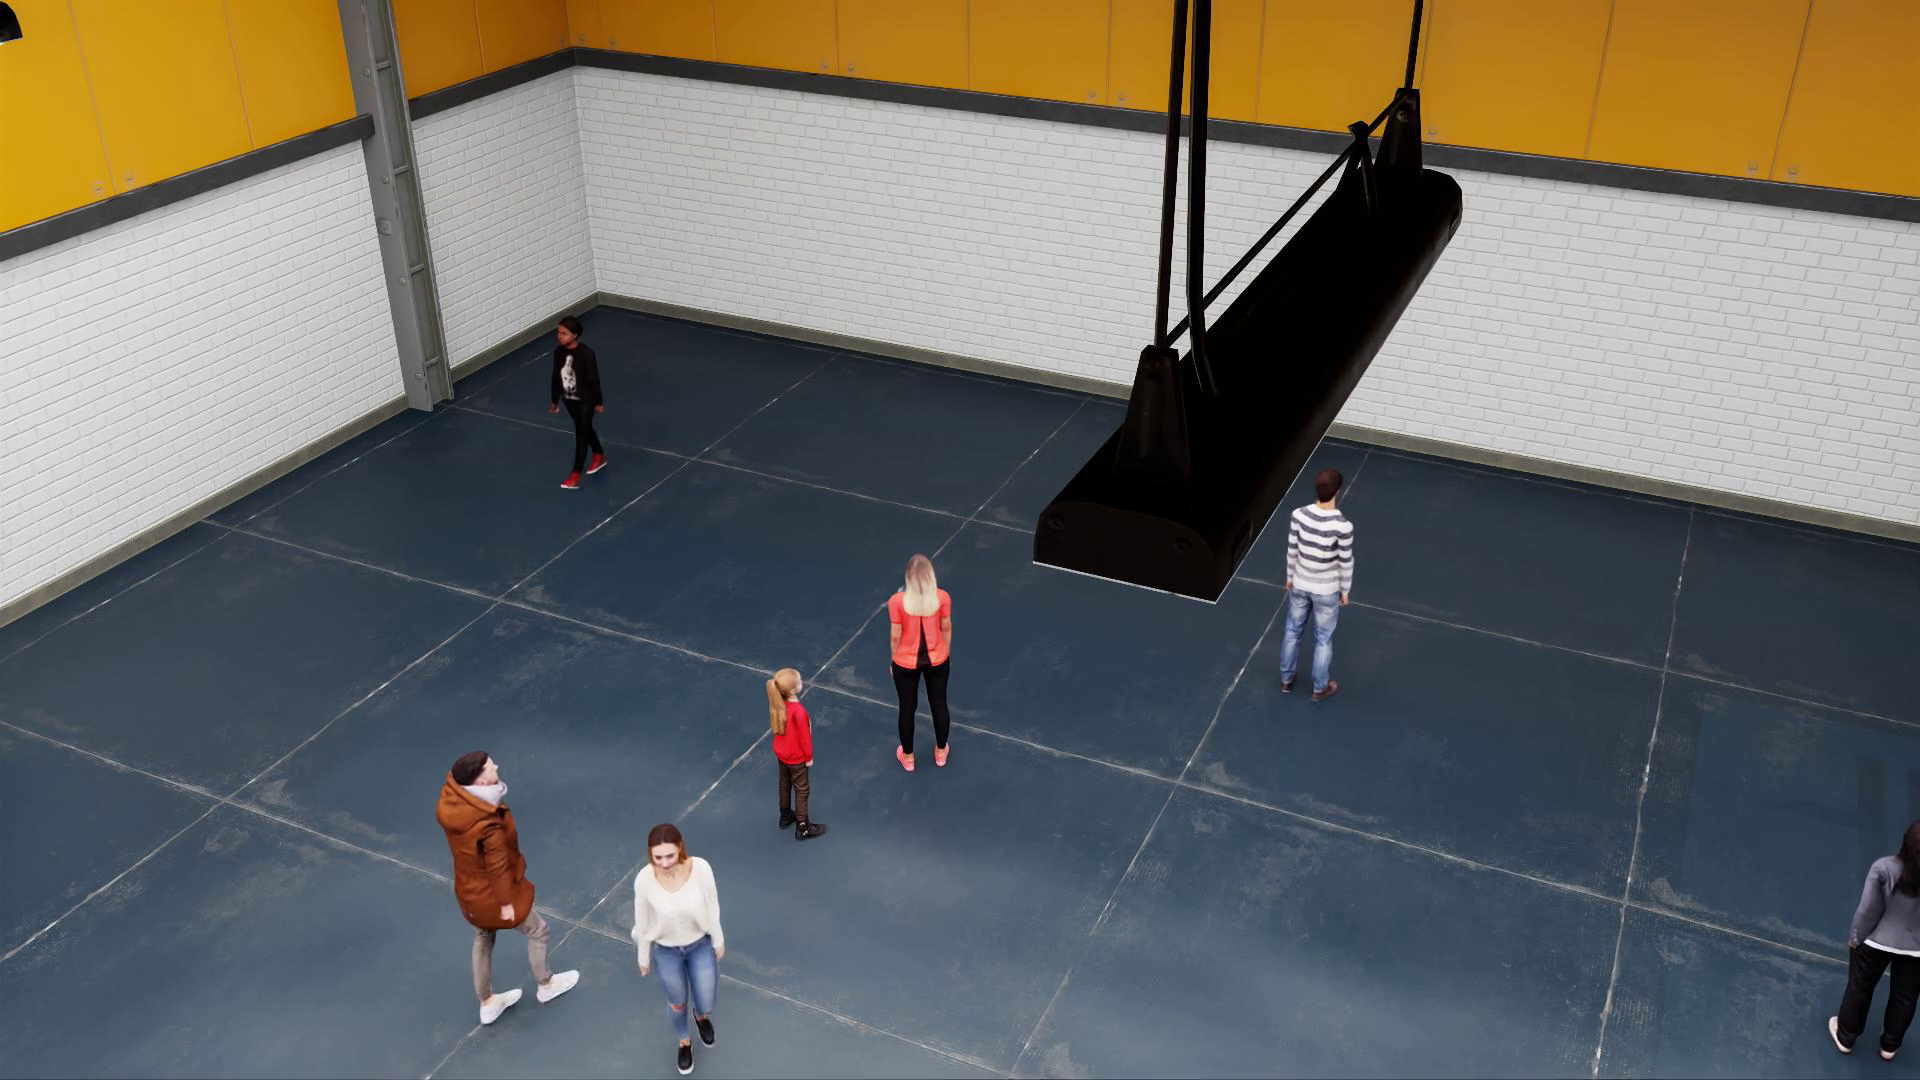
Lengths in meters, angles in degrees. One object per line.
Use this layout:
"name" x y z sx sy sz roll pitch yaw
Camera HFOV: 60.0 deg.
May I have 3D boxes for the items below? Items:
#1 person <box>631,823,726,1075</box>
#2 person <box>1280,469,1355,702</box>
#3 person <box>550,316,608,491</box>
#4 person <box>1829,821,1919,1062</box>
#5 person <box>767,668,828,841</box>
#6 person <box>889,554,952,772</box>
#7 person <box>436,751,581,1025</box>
"person" -1.533 2.188 9.133 0.764 1.681 0.804 -6 29 -10
"person" 2.643 0.331 12.362 0.682 1.849 0.575 18 33 29
"person" -3.529 -1.338 15.640 0.616 1.640 1.022 12 31 21
"person" 5.183 2.200 9.199 0.686 1.597 0.668 10 30 17
"person" -1.105 1.398 10.999 0.597 1.281 0.566 -23 36 -36
"person" -0.270 0.847 11.576 0.676 1.696 0.707 -5 29 -9
"person" -2.695 2.001 9.329 0.833 1.822 0.929 22 35 34
